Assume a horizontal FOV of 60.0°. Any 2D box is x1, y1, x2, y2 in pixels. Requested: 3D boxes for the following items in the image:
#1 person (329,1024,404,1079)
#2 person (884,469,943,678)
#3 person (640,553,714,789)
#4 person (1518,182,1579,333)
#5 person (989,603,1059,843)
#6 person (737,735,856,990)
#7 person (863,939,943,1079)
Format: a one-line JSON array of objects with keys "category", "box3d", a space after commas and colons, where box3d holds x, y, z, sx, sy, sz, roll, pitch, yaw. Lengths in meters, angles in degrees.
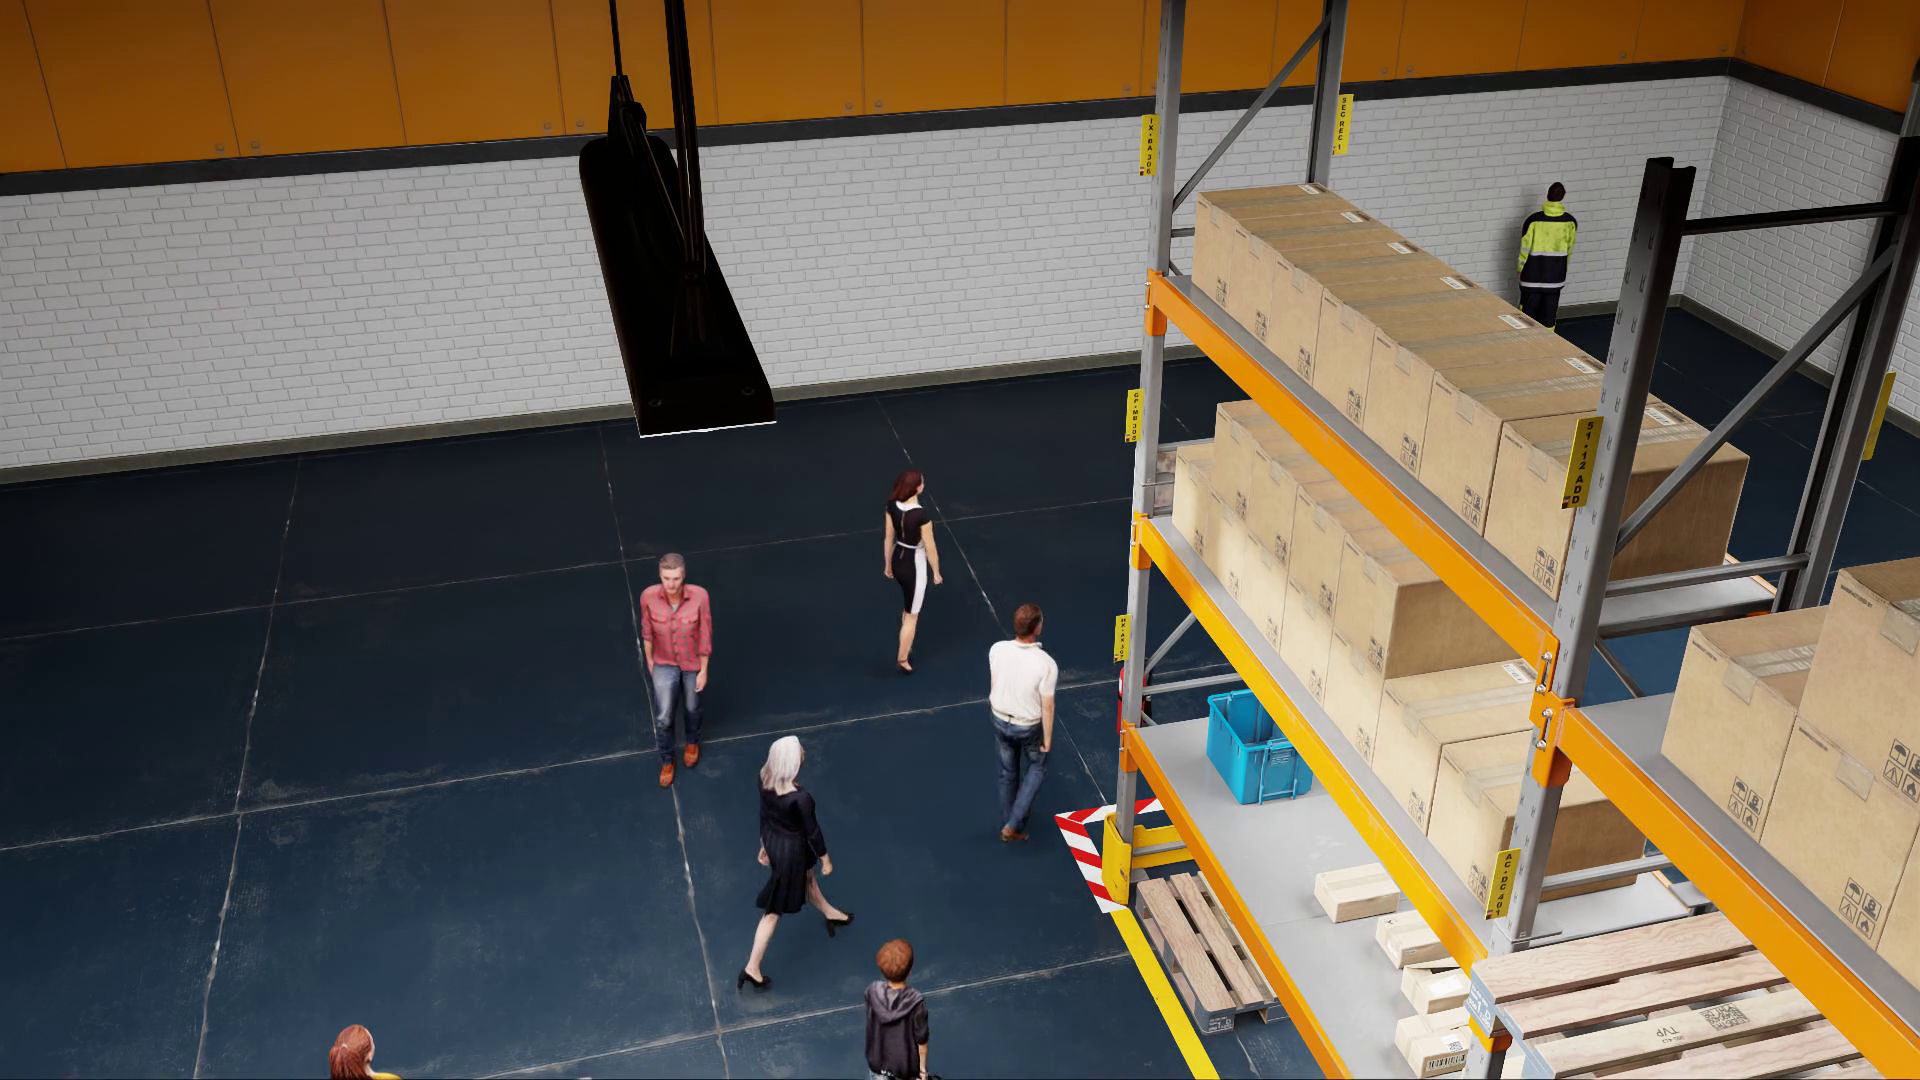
[{"category": "person", "box3d": [-2.799, 3.021, 8.051, 0.621, 1.750, 0.573, -4, 29, -7]}, {"category": "person", "box3d": [-0.448, 0.303, 12.997, 0.709, 1.786, 0.773, 25, 37, 38]}, {"category": "person", "box3d": [-2.007, 0.831, 12.005, 0.737, 1.809, 0.842, -3, 29, -5]}, {"category": "person", "box3d": [6.695, -3.131, 19.087, 0.839, 1.983, 0.762, 1, 29, 2]}, {"category": "person", "box3d": [0.349, 1.297, 11.123, 0.873, 1.835, 0.931, 14, 31, 23]}, {"category": "person", "box3d": [-1.094, 1.983, 10.019, 1.046, 1.690, 1.190, -24, 37, -37]}, {"category": "person", "box3d": [-0.365, 2.789, 8.821, 0.816, 1.420, 0.972, 9, 30, 16]}]
